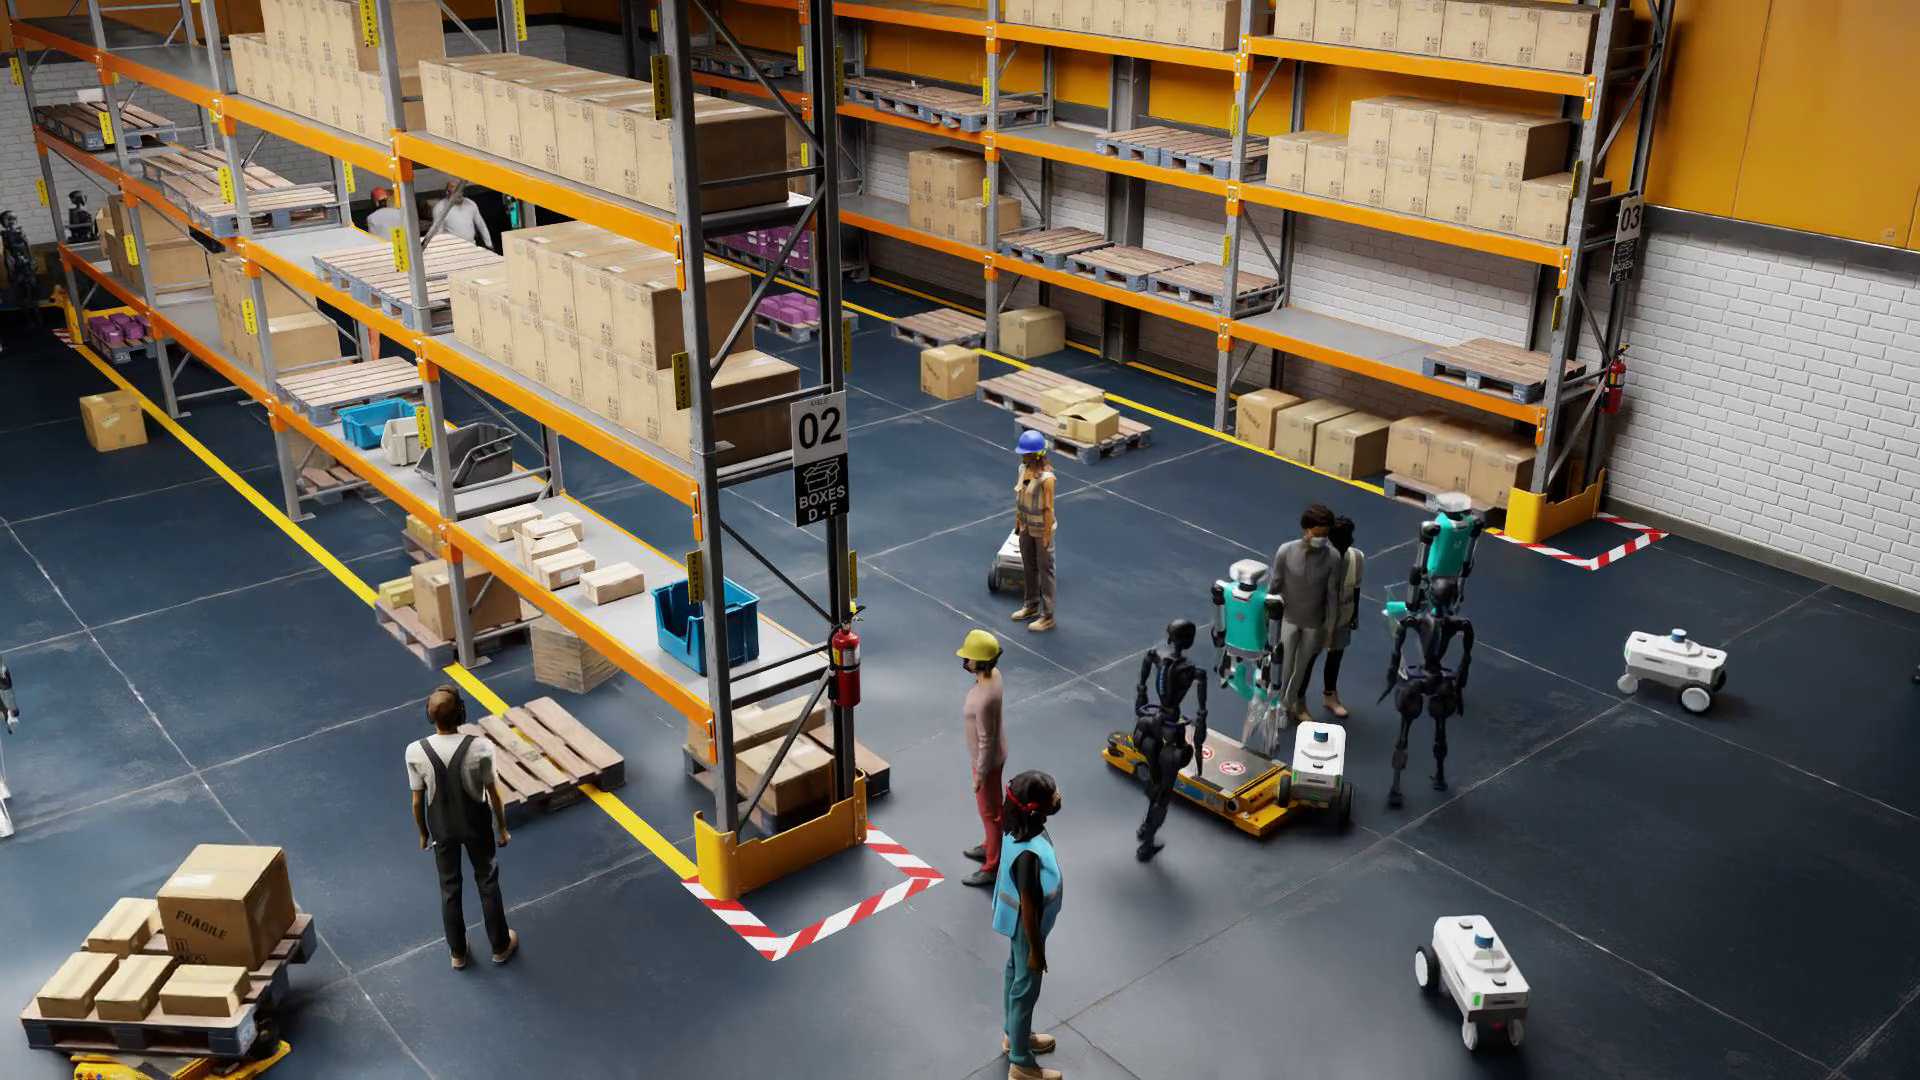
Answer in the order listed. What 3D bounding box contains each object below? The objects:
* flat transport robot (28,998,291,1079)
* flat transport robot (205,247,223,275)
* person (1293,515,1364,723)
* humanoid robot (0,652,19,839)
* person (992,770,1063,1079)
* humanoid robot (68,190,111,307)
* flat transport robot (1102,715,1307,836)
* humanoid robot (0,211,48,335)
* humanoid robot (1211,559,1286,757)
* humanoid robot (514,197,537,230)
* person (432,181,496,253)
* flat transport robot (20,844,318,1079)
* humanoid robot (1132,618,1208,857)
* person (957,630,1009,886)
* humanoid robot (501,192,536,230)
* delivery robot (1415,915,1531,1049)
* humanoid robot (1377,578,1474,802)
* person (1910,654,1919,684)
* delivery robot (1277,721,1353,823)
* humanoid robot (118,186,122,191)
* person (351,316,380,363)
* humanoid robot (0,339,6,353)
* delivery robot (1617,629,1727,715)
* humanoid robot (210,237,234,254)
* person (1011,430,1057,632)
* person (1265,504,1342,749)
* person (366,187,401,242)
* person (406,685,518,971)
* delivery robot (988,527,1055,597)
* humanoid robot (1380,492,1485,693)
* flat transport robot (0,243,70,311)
[{"bbox_3d":[-4.494,2.744,9.290,1.431,0.231,0.659,13,27,28],"label":"flat transport robot"},{"bbox_3d":[-9.927,-3.297,23.279,1.431,0.231,0.659,4,24,10],"label":"flat transport robot"},{"bbox_3d":[2.765,0.589,12.488,0.534,1.692,0.320,-9,25,-20],"label":"person"},{"bbox_3d":[-6.683,1.130,11.214,0.552,1.745,1.048,-17,28,-33],"label":"humanoid robot"},{"bbox_3d":[0.364,2.056,8.870,0.388,1.866,0.529,-1,23,-2],"label":"person"},{"bbox_3d":[-12.261,-4.072,23.299,0.608,1.648,0.307,16,28,32],"label":"humanoid robot"},{"bbox_3d":[1.760,1.638,11.851,0.659,0.231,1.431,-21,31,-39],"label":"flat transport robot"},{"bbox_3d":[-12.471,-3.561,22.113,0.610,1.639,0.337,12,26,25],"label":"humanoid robot"},{"bbox_3d":[2.093,0.905,11.726,0.532,1.799,0.751,15,28,32],"label":"humanoid robot"},{"bbox_3d":[-7.128,-5.571,26.754,0.545,1.781,1.018,-16,28,-32],"label":"humanoid robot"},{"bbox_3d":[-6.816,-4.038,22.986,0.958,1.847,0.777,21,31,40],"label":"person"},{"bbox_3d":[-4.425,2.714,9.360,0.659,0.231,1.431,2,23,4],"label":"flat transport robot"},{"bbox_3d":[1.336,1.283,10.904,0.585,1.637,0.522,20,30,38],"label":"humanoid robot"},{"bbox_3d":[0.143,1.376,10.566,0.325,1.768,0.524,2,23,6],"label":"person"},{"bbox_3d":[-6.857,-5.155,25.733,0.551,1.779,0.847,-1,23,-1],"label":"humanoid robot"},{"bbox_3d":[2.966,2.476,9.519,0.499,0.571,0.756,-2,23,-4],"label":"delivery robot"},{"bbox_3d":[3.212,1.038,11.496,0.595,1.645,0.472,1,23,3],"label":"humanoid robot"},{"bbox_3d":[7.822,0.263,12.949,0.548,1.927,0.390,13,27,28],"label":"person"},{"bbox_3d":[2.500,1.577,11.613,0.499,0.581,0.774,6,24,13],"label":"delivery robot"},{"bbox_3d":[-11.976,-4.410,24.090,0.316,1.645,0.608,11,26,23],"label":"humanoid robot"},{"bbox_3d":[-7.171,-2.727,20.081,0.496,1.759,0.333,14,27,30],"label":"person"},{"bbox_3d":[-12.628,-3.240,21.247,0.536,1.749,0.705,-1,23,-3],"label":"humanoid robot"},{"bbox_3d":[5.592,0.997,12.997,0.816,0.613,0.499,14,27,30],"label":"delivery robot"},{"bbox_3d":[-9.874,-3.781,22.620,0.348,1.653,0.608,18,29,36],"label":"humanoid robot"},{"bbox_3d":[0.615,-0.087,13.954,0.342,1.767,0.455,-16,28,-33],"label":"person"},{"bbox_3d":[2.496,0.624,12.187,0.553,1.868,0.779,1,23,3],"label":"person"},{"bbox_3d":[-7.939,-4.043,23.156,0.575,1.729,0.590,-21,31,-40],"label":"person"},{"bbox_3d":[-2.914,1.689,9.744,0.512,1.843,0.328,-3,24,-8],"label":"person"},{"bbox_3d":[0.566,0.167,14.919,0.502,0.614,0.785,6,24,14],"label":"delivery robot"},{"bbox_3d":[3.597,0.394,12.860,0.540,1.742,0.948,-9,25,-19],"label":"humanoid robot"},{"bbox_3d":[-13.297,-3.390,23.493,1.431,0.231,0.659,-10,25,-22],"label":"flat transport robot"}]
